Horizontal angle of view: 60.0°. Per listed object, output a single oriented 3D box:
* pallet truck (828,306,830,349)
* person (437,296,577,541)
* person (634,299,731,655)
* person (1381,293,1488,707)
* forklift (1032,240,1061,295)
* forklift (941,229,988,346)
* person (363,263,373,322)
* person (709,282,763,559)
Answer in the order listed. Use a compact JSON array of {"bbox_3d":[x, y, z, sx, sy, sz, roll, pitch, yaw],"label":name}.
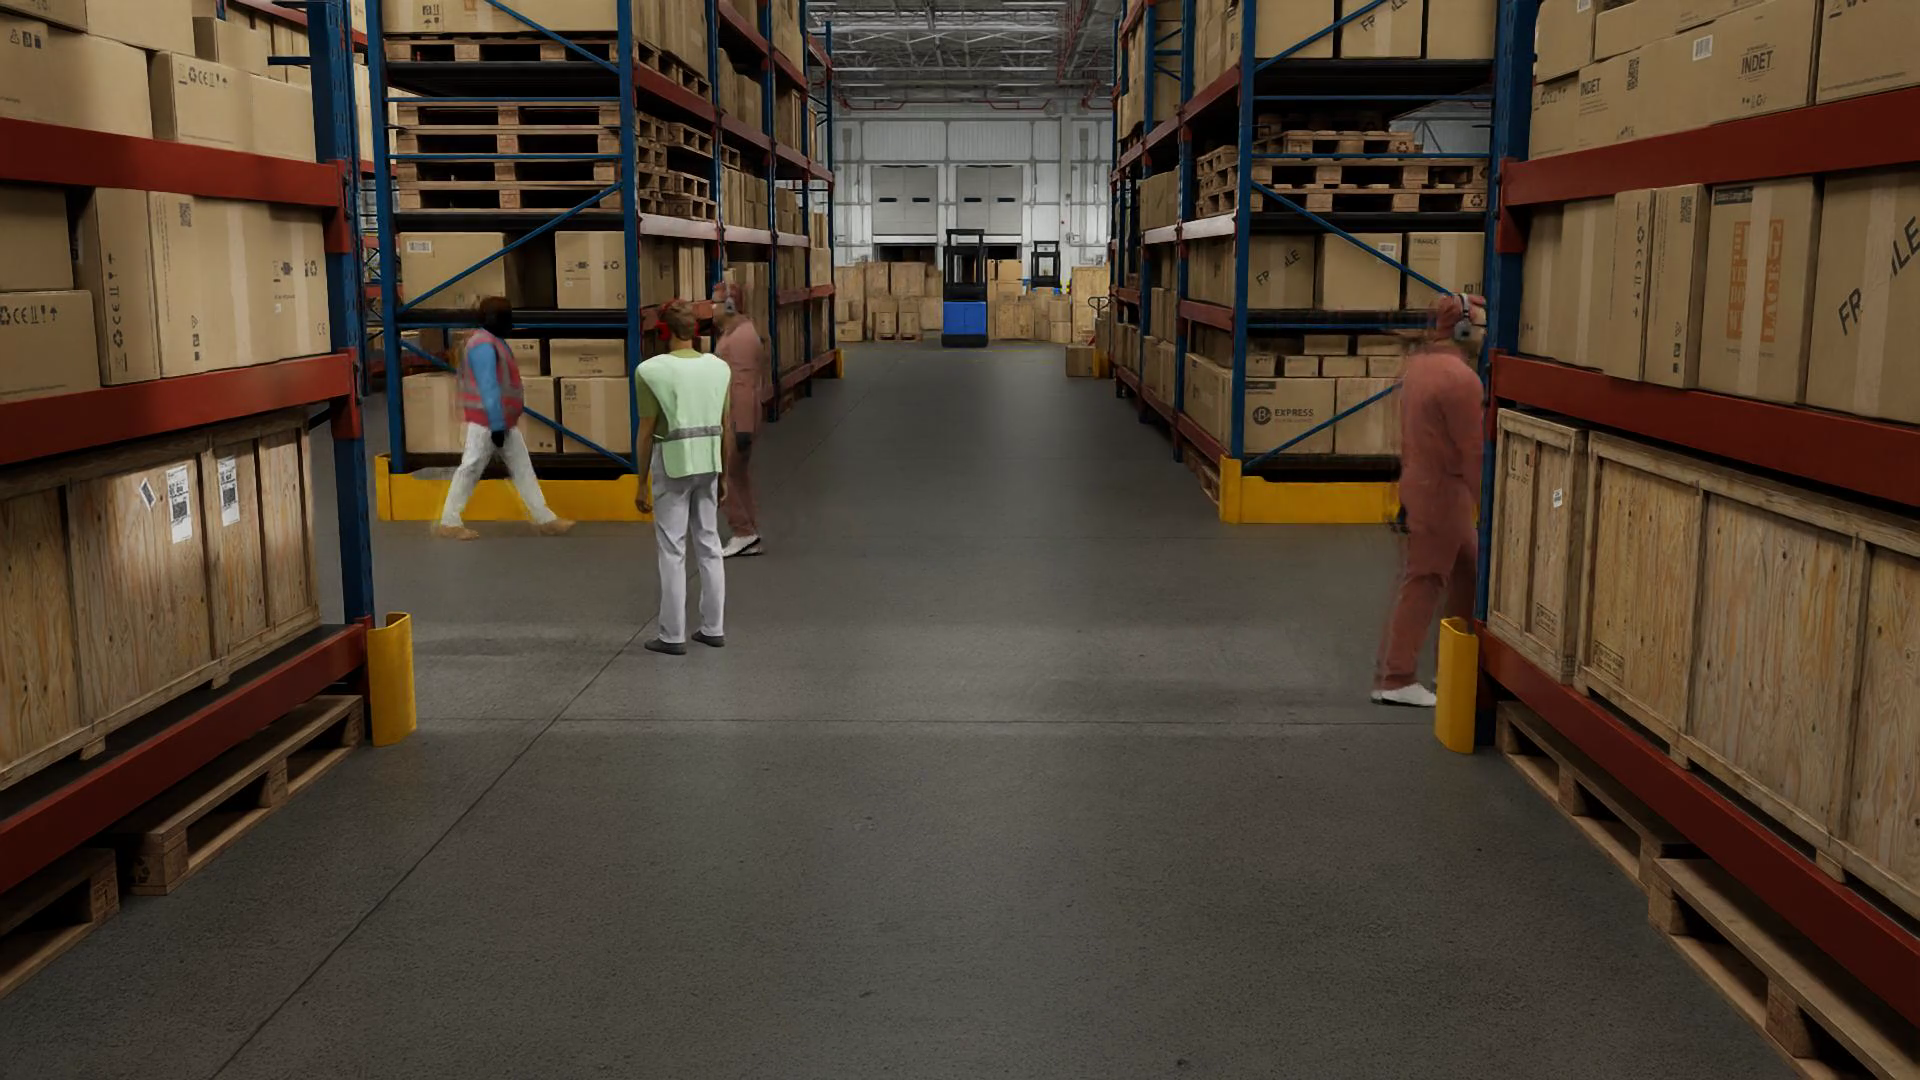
[{"bbox_3d":[-3.100,-3.940,29.800,1.885,1.965,0.823,3,10,19],"label":"pallet truck"},{"bbox_3d":[-3.373,-0.875,12.094,0.992,1.785,0.633,-1,10,-4],"label":"person"},{"bbox_3d":[-1.418,-0.321,8.620,0.559,1.835,0.393,-9,13,-42],"label":"person"},{"bbox_3d":[2.285,-0.164,7.545,0.760,1.881,0.646,1,10,4],"label":"person"},{"bbox_3d":[3.172,-9.648,61.356,1.129,2.768,1.873,0,9,1],"label":"forklift"},{"bbox_3d":[0.124,-6.117,40.203,1.129,2.768,1.873,0,9,1],"label":"forklift"},{"bbox_3d":[-15.470,-6.149,42.907,0.629,2.000,0.685,-3,10,-20],"label":"person"},{"bbox_3d":[-1.570,-0.799,11.314,0.452,1.888,0.668,-2,10,-11],"label":"person"}]
